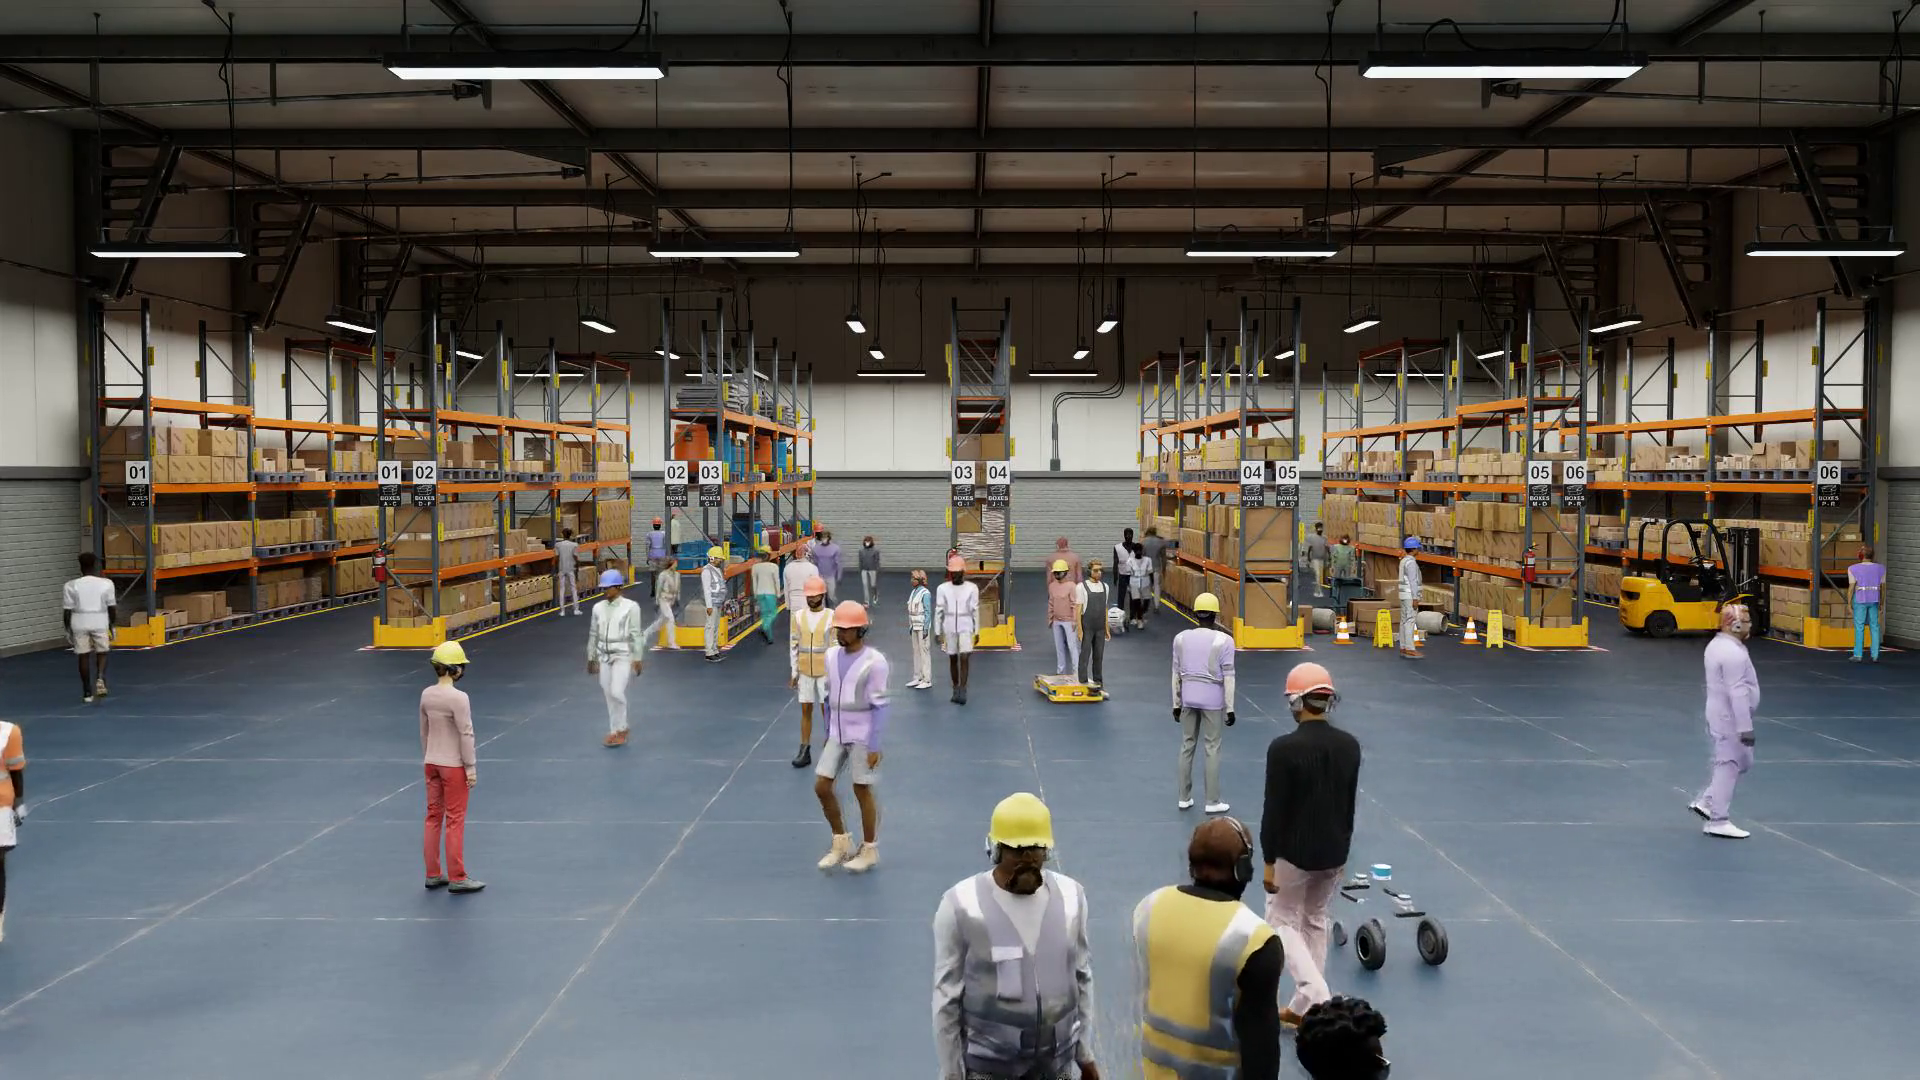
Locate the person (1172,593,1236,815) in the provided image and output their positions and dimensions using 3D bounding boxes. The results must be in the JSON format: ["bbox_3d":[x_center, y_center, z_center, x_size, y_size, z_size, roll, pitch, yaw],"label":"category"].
[{"bbox_3d":[2.156,1.423,14.233,0.597,1.914,0.414,2,3,38],"label":"person"}]

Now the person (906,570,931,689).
[{"bbox_3d":[-0.557,1.233,22.334,0.309,1.639,0.522,-1,3,-26],"label":"person"}]

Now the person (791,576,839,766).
[{"bbox_3d":[-1.462,1.326,16.315,0.551,1.932,0.378,1,2,15],"label":"person"}]

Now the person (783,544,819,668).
[{"bbox_3d":[-2.377,1.009,24.635,0.643,1.911,0.411,1,3,27],"label":"person"}]

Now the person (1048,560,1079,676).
[{"bbox_3d":[1.462,1.154,22.962,0.538,1.754,0.379,2,3,45],"label":"person"}]

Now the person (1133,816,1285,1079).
[{"bbox_3d":[0.930,1.829,5.473,0.898,1.795,0.614,-2,3,-43],"label":"person"}]

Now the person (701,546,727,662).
[{"bbox_3d":[-3.895,1.009,25.627,0.404,1.828,0.587,0,2,8],"label":"person"}]

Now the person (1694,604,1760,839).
[{"bbox_3d":[6.291,1.470,13.141,0.421,1.897,0.641,1,2,15],"label":"person"}]

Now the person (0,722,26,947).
[{"bbox_3d":[-6.159,1.704,10.077,0.551,1.663,0.740,-1,2,-22],"label":"person"}]

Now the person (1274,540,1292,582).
[{"bbox_3d":[7.961,0.434,40.160,0.601,1.824,1.007,0,2,3],"label":"person"}]

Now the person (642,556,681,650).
[{"bbox_3d":[-5.082,1.055,27.443,0.749,1.590,0.492,1,2,21],"label":"person"}]

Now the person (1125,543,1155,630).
[{"bbox_3d":[3.448,0.870,31.042,0.563,1.671,0.532,0,2,-1],"label":"person"}]

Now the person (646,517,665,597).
[{"bbox_3d":[-7.346,0.415,39.196,0.542,1.939,0.362,-1,2,-13],"label":"person"}]

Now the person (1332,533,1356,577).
[{"bbox_3d":[8.884,0.642,37.373,0.532,1.624,0.334,0,2,9],"label":"person"}]

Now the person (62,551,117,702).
[{"bbox_3d":[-11.351,1.126,21.057,0.630,1.955,0.426,-1,3,-32],"label":"person"}]

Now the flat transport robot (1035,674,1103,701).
[{"bbox_3d":[1.432,1.961,21.484,0.652,0.197,1.431,0,2,-7],"label":"flat transport robot"}]

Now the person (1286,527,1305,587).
[{"bbox_3d":[8.782,0.226,42.611,0.615,2.047,0.359,1,2,15],"label":"person"}]

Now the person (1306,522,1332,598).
[{"bbox_3d":[8.650,0.496,38.629,0.572,1.816,0.938,0,2,-12],"label":"person"}]

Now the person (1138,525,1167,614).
[{"bbox_3d":[4.114,0.627,34.606,0.654,1.888,1.042,0,2,-5],"label":"person"}]

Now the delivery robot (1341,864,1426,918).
[{"bbox_3d":[2.587,2.108,9.887,0.335,0.223,0.698,-1,2,-15],"label":"delivery robot"}]

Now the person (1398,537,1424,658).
[{"bbox_3d":[7.301,0.926,26.176,0.377,1.950,0.611,0,2,0],"label":"person"}]

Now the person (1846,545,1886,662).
[{"bbox_3d":[14.291,1.005,25.458,0.568,1.849,0.386,0,2,5],"label":"person"}]

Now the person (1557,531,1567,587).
[{"bbox_3d":[13.409,0.647,36.126,0.500,1.710,0.660,1,2,16],"label":"person"}]

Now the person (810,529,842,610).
[{"bbox_3d":[-2.598,0.731,31.561,0.636,1.920,0.642,0,2,11],"label":"person"}]

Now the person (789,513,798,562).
[{"bbox_3d":[-4.750,0.163,46.130,0.680,1.888,0.614,-2,3,-34],"label":"person"}]

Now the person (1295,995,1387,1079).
[{"bbox_3d":[0.980,1.952,3.991,0.549,1.642,0.858,-2,3,-43],"label":"person"}]

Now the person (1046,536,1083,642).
[{"bbox_3d":[1.840,0.871,28.503,0.645,1.880,0.650,0,2,5],"label":"person"}]

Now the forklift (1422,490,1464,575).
[{"bbox_3d":[13.926,-0.371,47.846,1.873,2.768,1.129,0,2,0],"label":"forklift"}]

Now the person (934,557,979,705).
[{"bbox_3d":[-0.049,1.170,20.726,0.571,1.889,0.951,0,2,7],"label":"person"}]

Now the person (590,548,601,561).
[{"bbox_3d":[-10.024,0.254,44.776,0.754,1.824,0.569,-1,2,-16],"label":"person"}]

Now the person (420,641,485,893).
[{"bbox_3d":[-3.623,1.602,11.472,0.525,1.769,0.310,2,3,35],"label":"person"}]

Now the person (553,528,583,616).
[{"bbox_3d":[-8.234,0.678,33.896,0.568,1.847,0.341,0,2,-6],"label":"person"}]

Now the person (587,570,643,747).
[{"bbox_3d":[-3.770,1.282,17.464,0.639,1.925,0.518,1,3,25],"label":"person"}]

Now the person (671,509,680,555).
[{"bbox_3d":[-8.455,0.061,47.651,0.744,1.978,0.627,1,3,31],"label":"person"}]

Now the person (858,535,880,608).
[{"bbox_3d":[-2.037,0.695,36.191,0.500,1.622,0.418,1,2,12],"label":"person"}]

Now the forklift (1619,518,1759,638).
[{"bbox_3d":[13.417,0.684,29.791,2.313,2.155,1.214,0,2,0],"label":"forklift"}]

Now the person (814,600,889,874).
[{"bbox_3d":[-0.838,1.455,11.916,0.651,2.021,0.610,2,3,39],"label":"person"}]

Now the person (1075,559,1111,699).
[{"bbox_3d":[1.761,1.173,21.284,0.508,1.847,0.345,-1,3,-31],"label":"person"}]

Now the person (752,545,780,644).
[{"bbox_3d":[-3.400,0.953,28.129,0.535,1.738,0.563,1,2,15],"label":"person"}]

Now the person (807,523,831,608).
[{"bbox_3d":[-2.999,0.609,34.471,0.562,1.932,0.390,0,2,-1],"label":"person"}]

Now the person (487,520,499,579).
[{"bbox_3d":[-10.923,0.483,37.811,0.603,1.907,0.490,0,2,-1],"label":"person"}]

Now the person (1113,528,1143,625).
[{"bbox_3d":[3.315,0.716,31.889,0.597,1.916,0.371,0,2,-4],"label":"person"}]

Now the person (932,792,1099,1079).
[{"bbox_3d":[0.198,1.800,5.706,0.616,1.829,0.403,-1,2,-19],"label":"person"}]

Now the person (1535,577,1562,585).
[{"bbox_3d":[11.630,0.674,32.016,0.609,1.993,0.382,0,2,3],"label":"person"}]

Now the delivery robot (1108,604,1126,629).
[{"bbox_3d":[2.881,1.437,30.013,0.477,0.478,0.707,0,2,12],"label":"delivery robot"}]

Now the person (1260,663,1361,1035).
[{"bbox_3d":[1.836,1.629,8.385,0.623,1.966,0.601,-1,3,-28],"label":"person"}]
